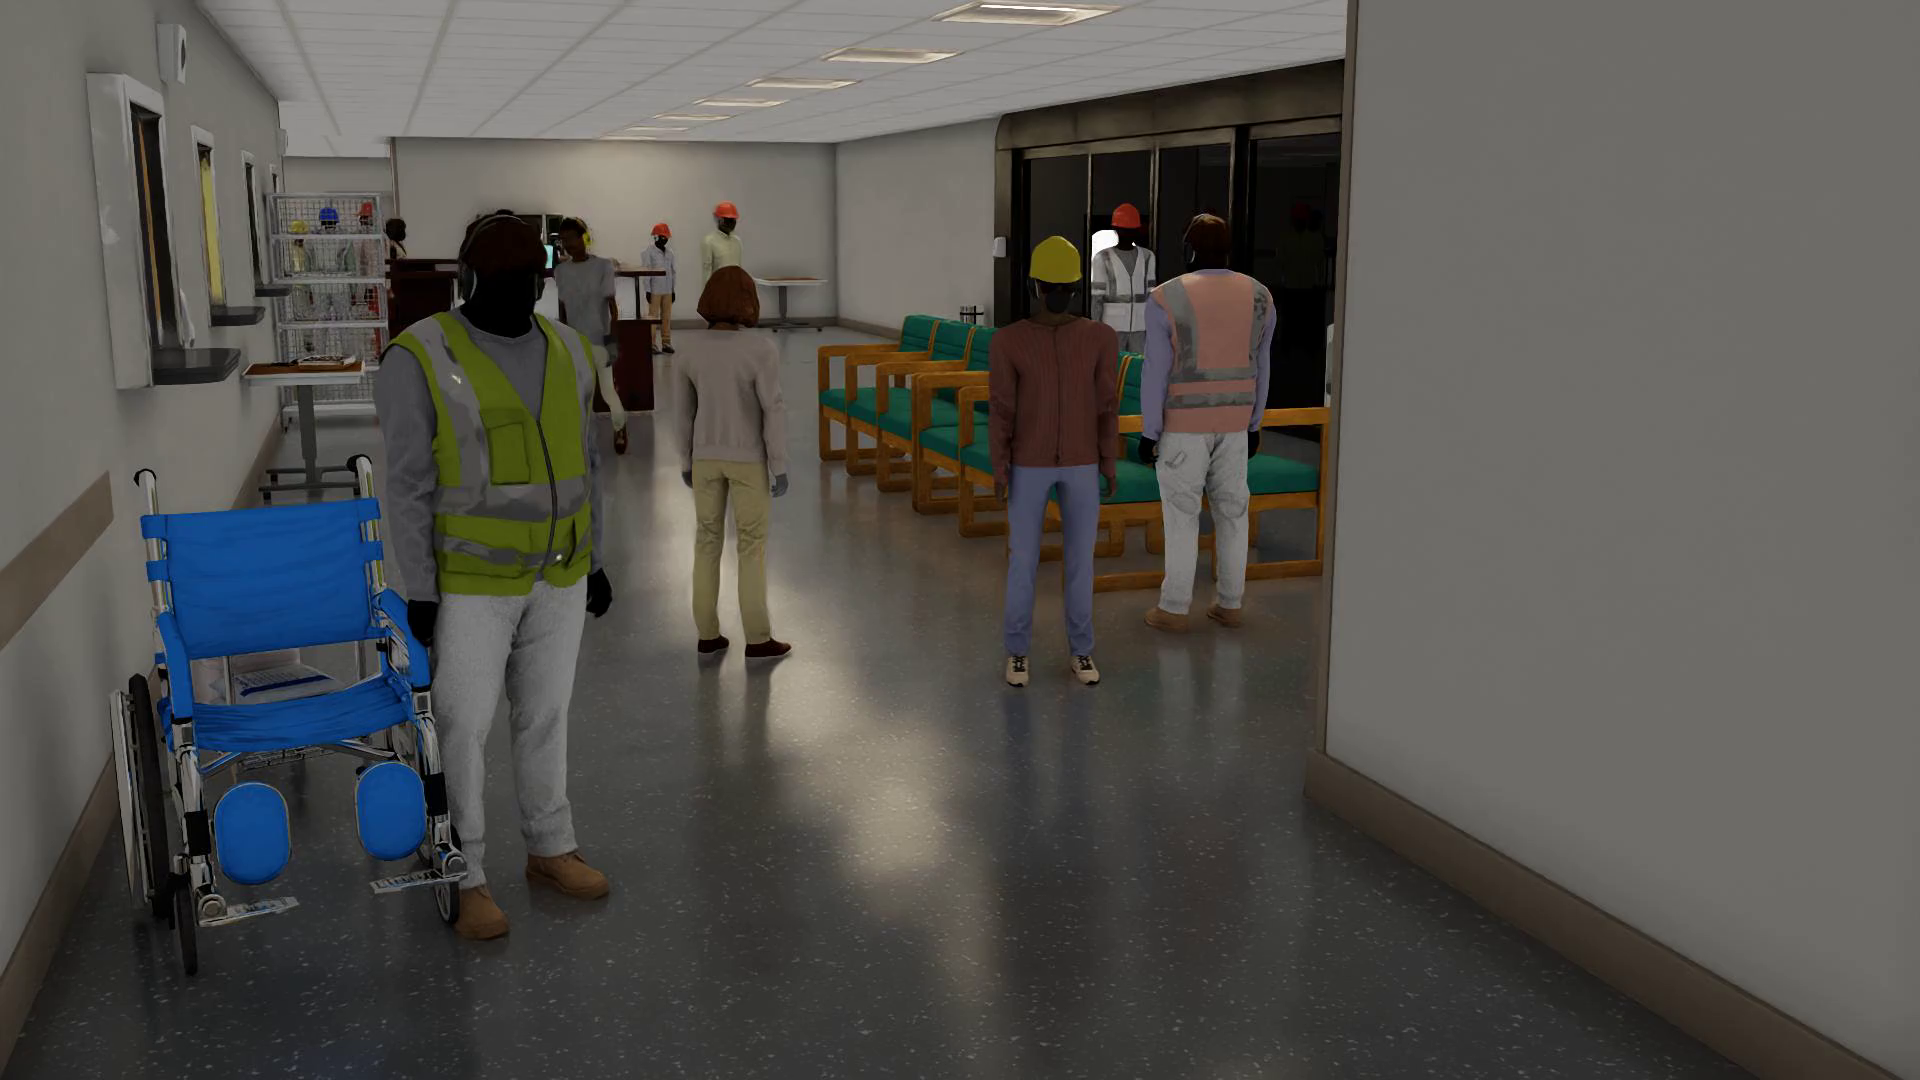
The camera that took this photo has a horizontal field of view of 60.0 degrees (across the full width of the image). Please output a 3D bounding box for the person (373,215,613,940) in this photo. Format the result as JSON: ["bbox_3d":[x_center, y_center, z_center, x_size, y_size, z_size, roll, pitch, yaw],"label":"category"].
[{"bbox_3d":[-1.167,0.088,4.328,0.430,1.835,0.624,10,15,41],"label":"person"}]

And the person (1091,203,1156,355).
[{"bbox_3d":[1.316,-1.707,13.311,0.546,1.934,0.381,-4,12,-18],"label":"person"}]

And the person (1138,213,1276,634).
[{"bbox_3d":[1.061,-0.502,7.337,0.626,1.844,0.429,-4,12,-21],"label":"person"}]

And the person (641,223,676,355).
[{"bbox_3d":[-3.977,-3.341,22.151,0.352,1.743,0.564,8,14,35],"label":"person"}]

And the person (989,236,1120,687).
[{"bbox_3d":[0.368,-0.292,6.479,0.517,1.757,0.335,-2,11,-10],"label":"person"}]

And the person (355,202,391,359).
[{"bbox_3d":[-7.085,-3.080,20.161,0.385,1.993,0.623,0,11,0],"label":"person"}]

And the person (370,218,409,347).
[{"bbox_3d":[-7.174,-3.154,21.034,0.539,1.815,0.630,-1,11,-7],"label":"person"}]

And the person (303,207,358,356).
[{"bbox_3d":[-7.489,-2.984,19.840,0.600,1.939,0.421,-2,11,-9],"label":"person"}]

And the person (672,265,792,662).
[{"bbox_3d":[-0.942,-0.310,6.884,0.508,1.632,0.264,5,12,23],"label":"person"}]

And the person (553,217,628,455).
[{"bbox_3d":[-2.738,-1.480,12.394,0.518,1.828,0.865,1,11,5],"label":"person"}]

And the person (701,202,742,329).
[{"bbox_3d":[-2.579,-2.706,18.293,0.415,1.977,0.649,7,13,32],"label":"person"}]
